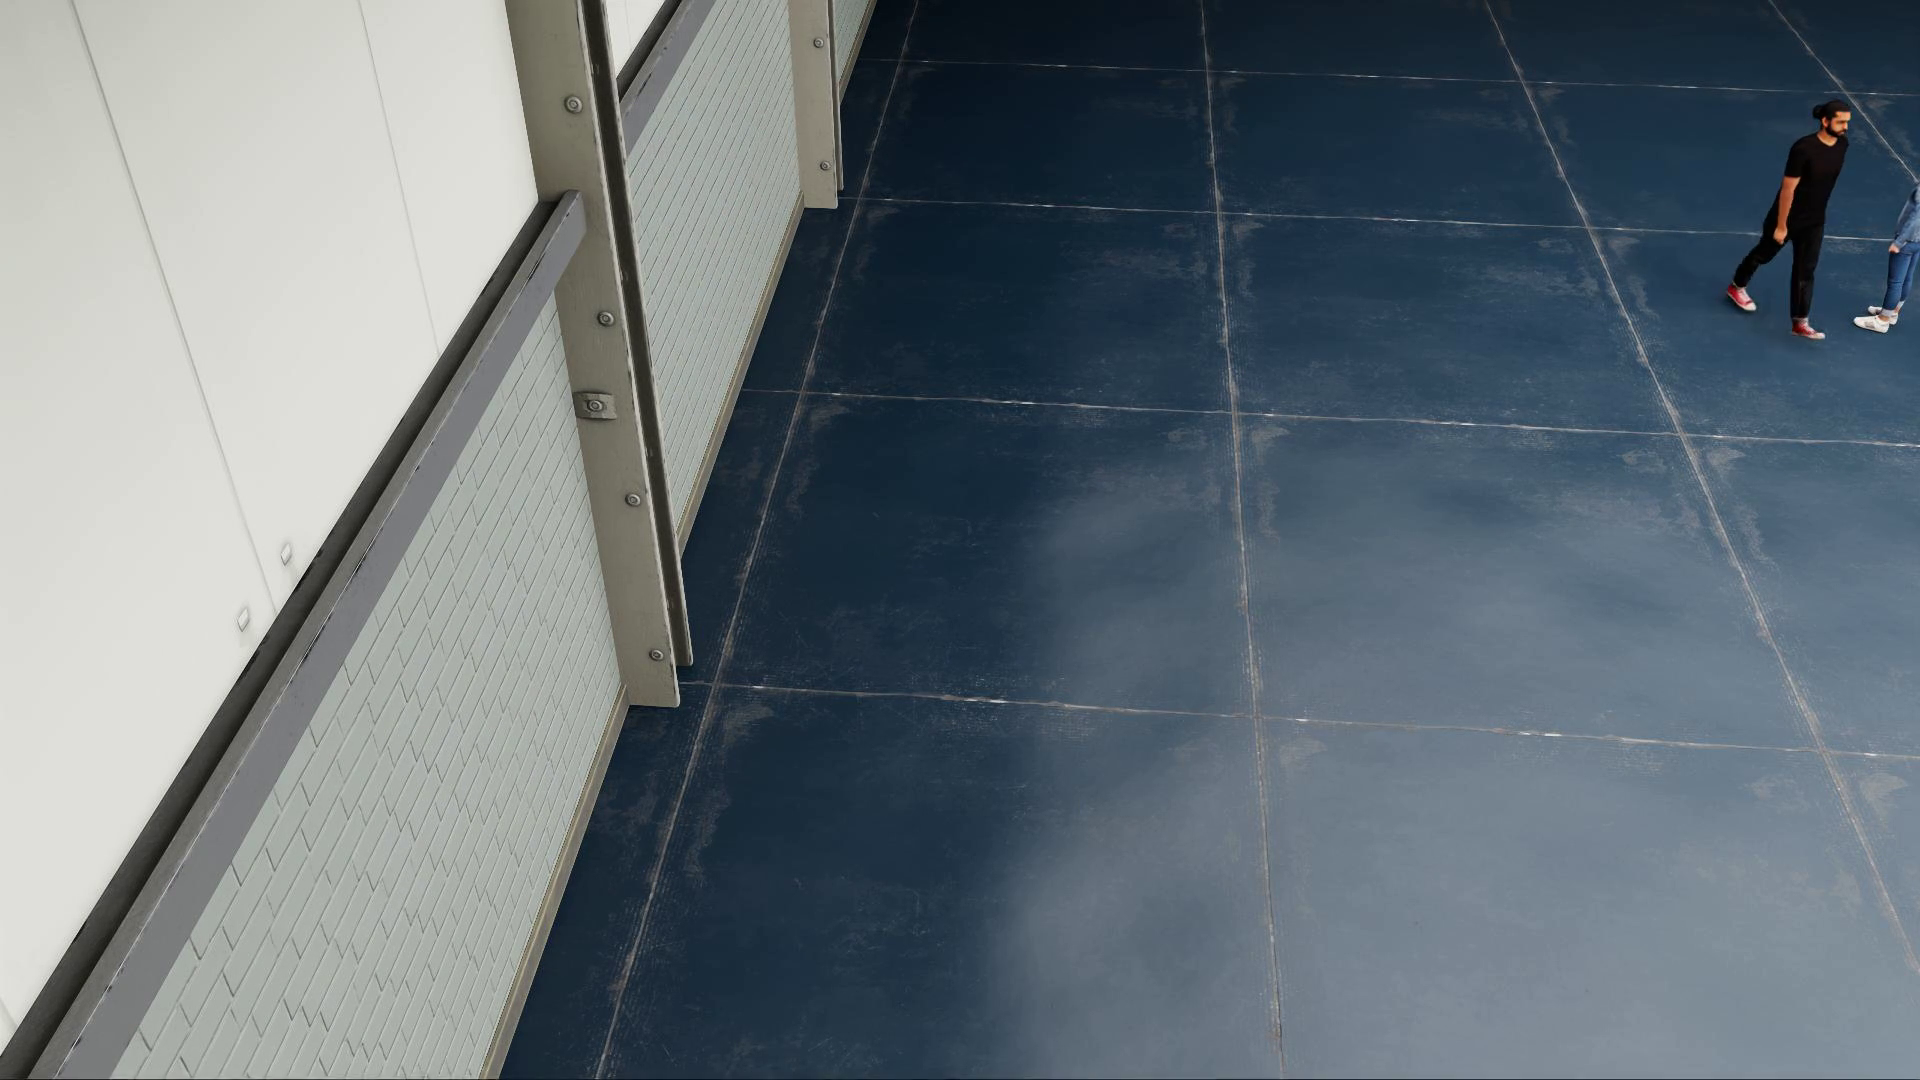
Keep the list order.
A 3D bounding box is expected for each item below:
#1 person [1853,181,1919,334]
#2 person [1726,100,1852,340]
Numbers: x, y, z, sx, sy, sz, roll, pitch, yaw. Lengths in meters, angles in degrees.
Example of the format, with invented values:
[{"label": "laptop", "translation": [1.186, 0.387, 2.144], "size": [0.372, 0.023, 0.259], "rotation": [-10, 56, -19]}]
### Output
[{"label": "person", "translation": [6.837, -2.183, 11.906], "size": [0.630, 1.477, 0.695], "rotation": [-29, 46, -32]}, {"label": "person", "translation": [5.926, -2.336, 11.912], "size": [0.959, 1.712, 1.244], "rotation": [-11, 39, -14]}]
